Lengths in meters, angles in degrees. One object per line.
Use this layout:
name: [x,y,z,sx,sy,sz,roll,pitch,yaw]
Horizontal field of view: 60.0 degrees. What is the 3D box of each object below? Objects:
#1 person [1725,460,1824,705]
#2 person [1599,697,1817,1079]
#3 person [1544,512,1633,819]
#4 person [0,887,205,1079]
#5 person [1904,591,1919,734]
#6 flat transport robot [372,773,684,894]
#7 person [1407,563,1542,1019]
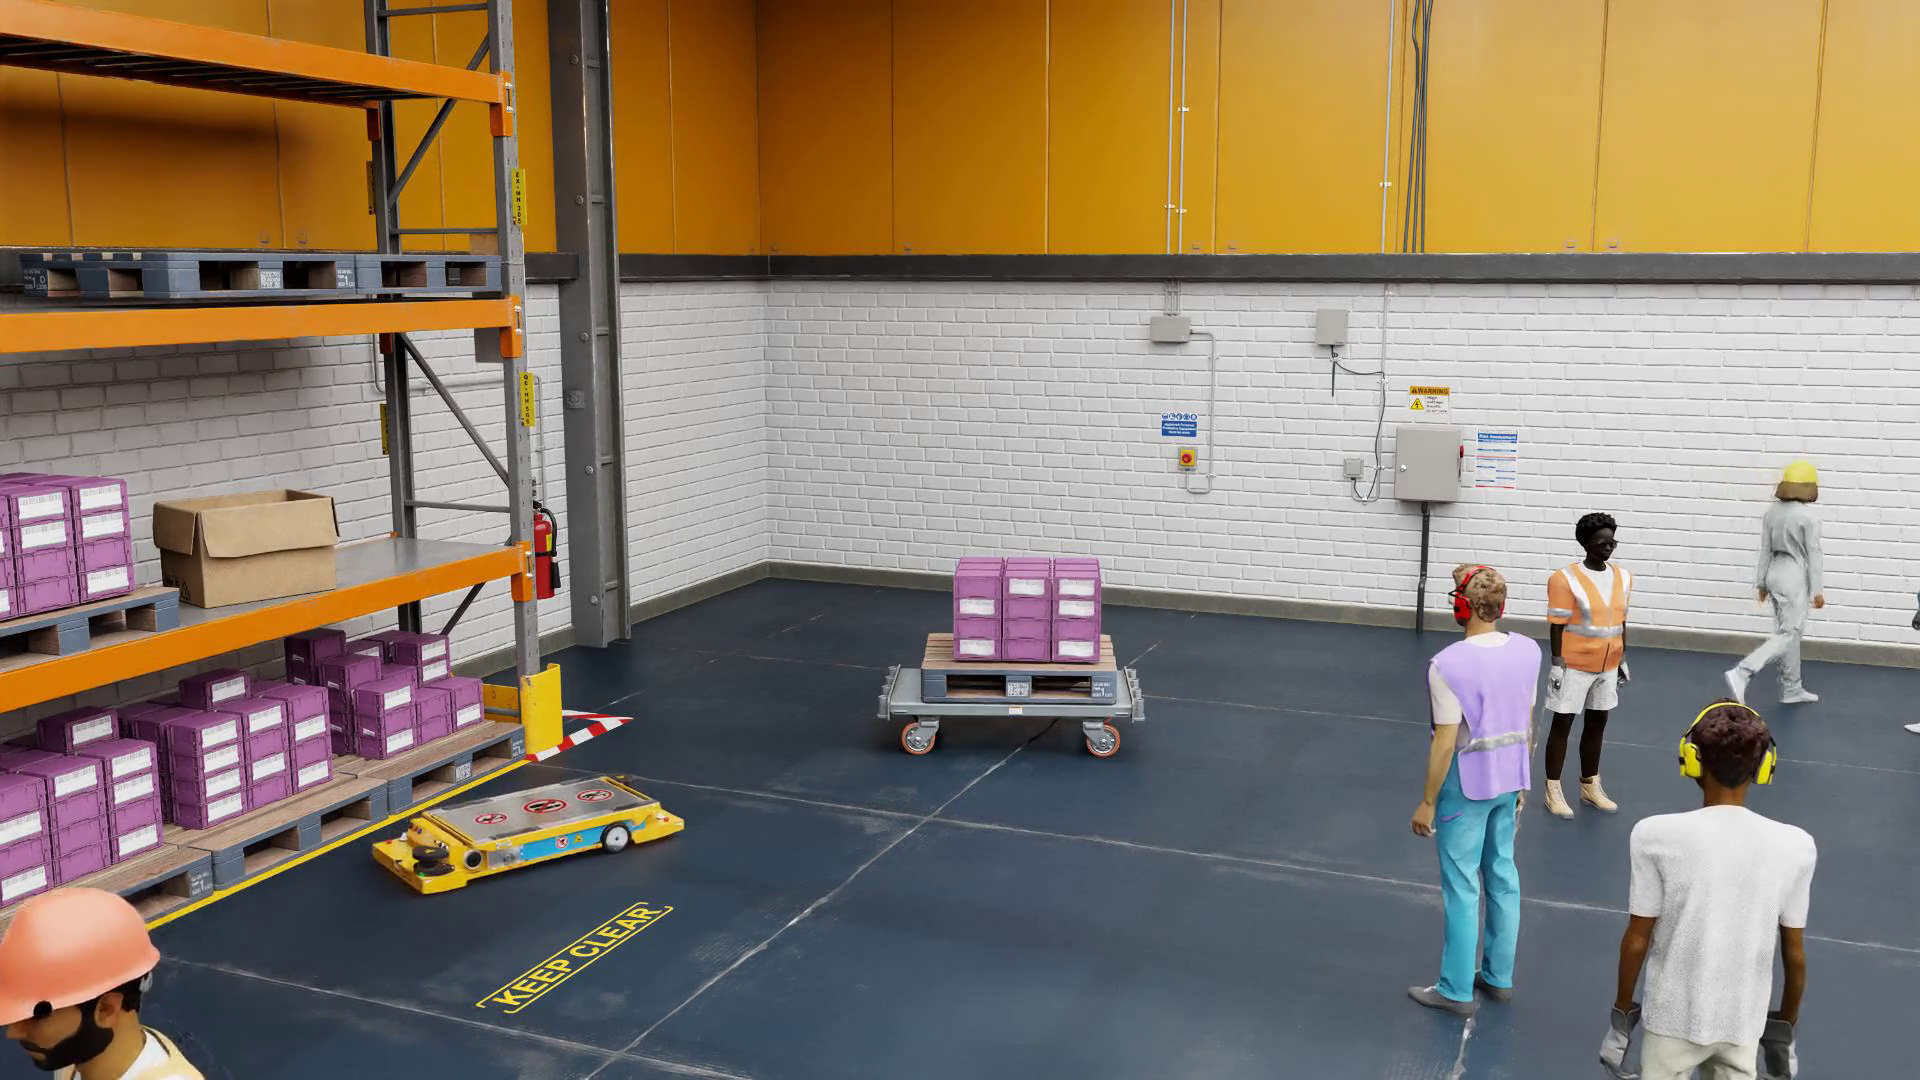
person: [5.621,0.304,11.402,0.753,1.718,0.485,-2,10,-10]
person: [2.060,1.360,4.624,0.530,1.854,0.333,0,9,3]
person: [3.466,0.684,9.179,0.532,1.696,0.318,-3,10,-19]
person: [-1.558,1.566,3.179,0.457,1.921,0.547,-8,12,-39]
person: [6.377,0.458,10.715,0.515,1.641,0.314,-2,10,-15]
flat transport robot: [-2.219,1.489,8.613,1.431,0.197,0.652,-8,12,-39]
person: [2.089,1.015,6.719,0.563,1.847,0.388,-5,11,-29]
